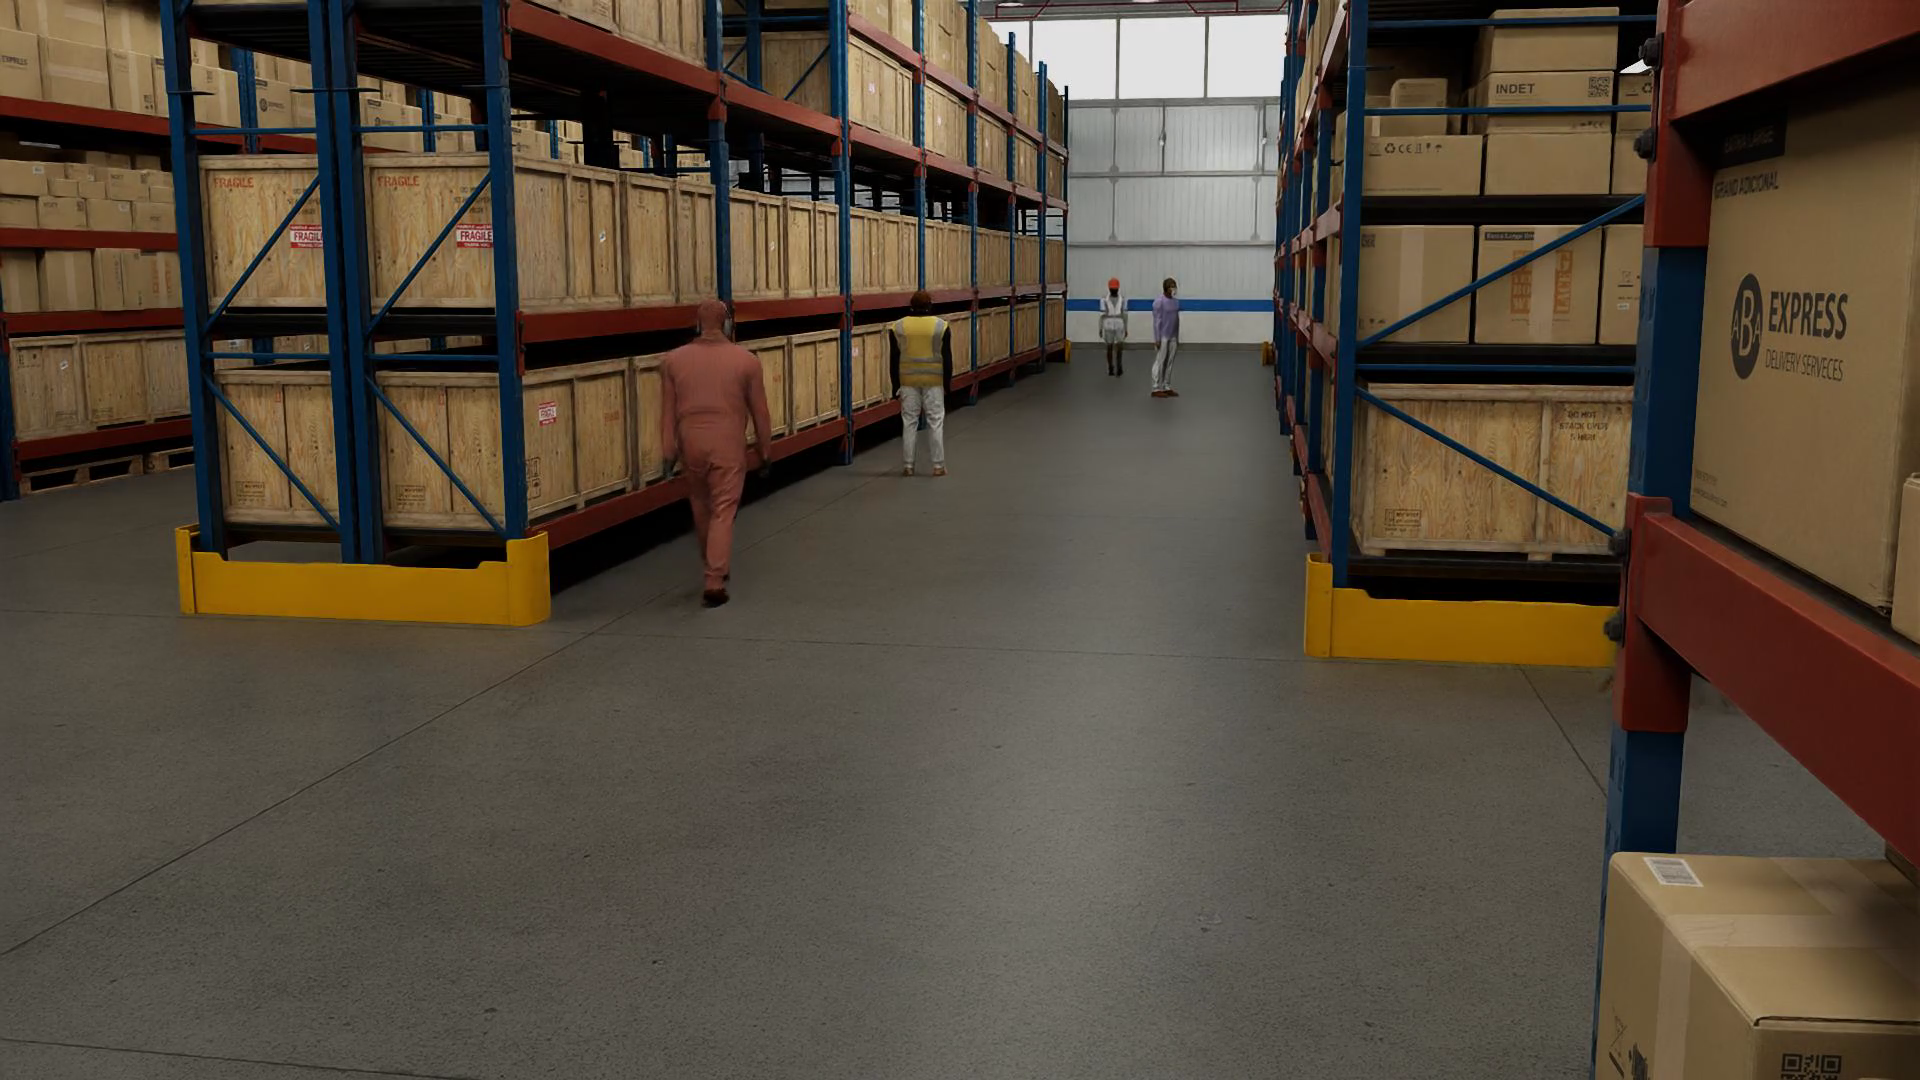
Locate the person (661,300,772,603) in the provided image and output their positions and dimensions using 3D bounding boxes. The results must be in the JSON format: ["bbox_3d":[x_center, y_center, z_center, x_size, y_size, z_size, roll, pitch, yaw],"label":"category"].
[{"bbox_3d":[-1.515,-0.558,10.351,0.664,1.856,1.005,1,9,6],"label":"person"}]

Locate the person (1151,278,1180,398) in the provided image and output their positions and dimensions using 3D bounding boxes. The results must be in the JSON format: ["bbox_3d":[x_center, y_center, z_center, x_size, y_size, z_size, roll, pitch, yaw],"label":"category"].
[{"bbox_3d":[3.333,-3.262,26.880,0.369,1.930,0.627,8,12,41],"label":"person"}]

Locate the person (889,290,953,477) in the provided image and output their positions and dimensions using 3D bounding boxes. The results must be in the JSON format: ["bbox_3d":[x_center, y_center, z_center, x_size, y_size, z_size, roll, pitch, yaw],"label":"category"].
[{"bbox_3d":[-0.383,-1.540,16.454,0.622,1.845,0.430,1,9,4],"label":"person"}]

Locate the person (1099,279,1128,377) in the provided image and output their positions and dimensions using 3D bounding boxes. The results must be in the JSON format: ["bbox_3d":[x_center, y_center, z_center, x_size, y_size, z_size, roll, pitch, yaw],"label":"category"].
[{"bbox_3d":[2.972,-4.099,32.192,0.574,1.879,1.004,0,9,0],"label":"person"}]
